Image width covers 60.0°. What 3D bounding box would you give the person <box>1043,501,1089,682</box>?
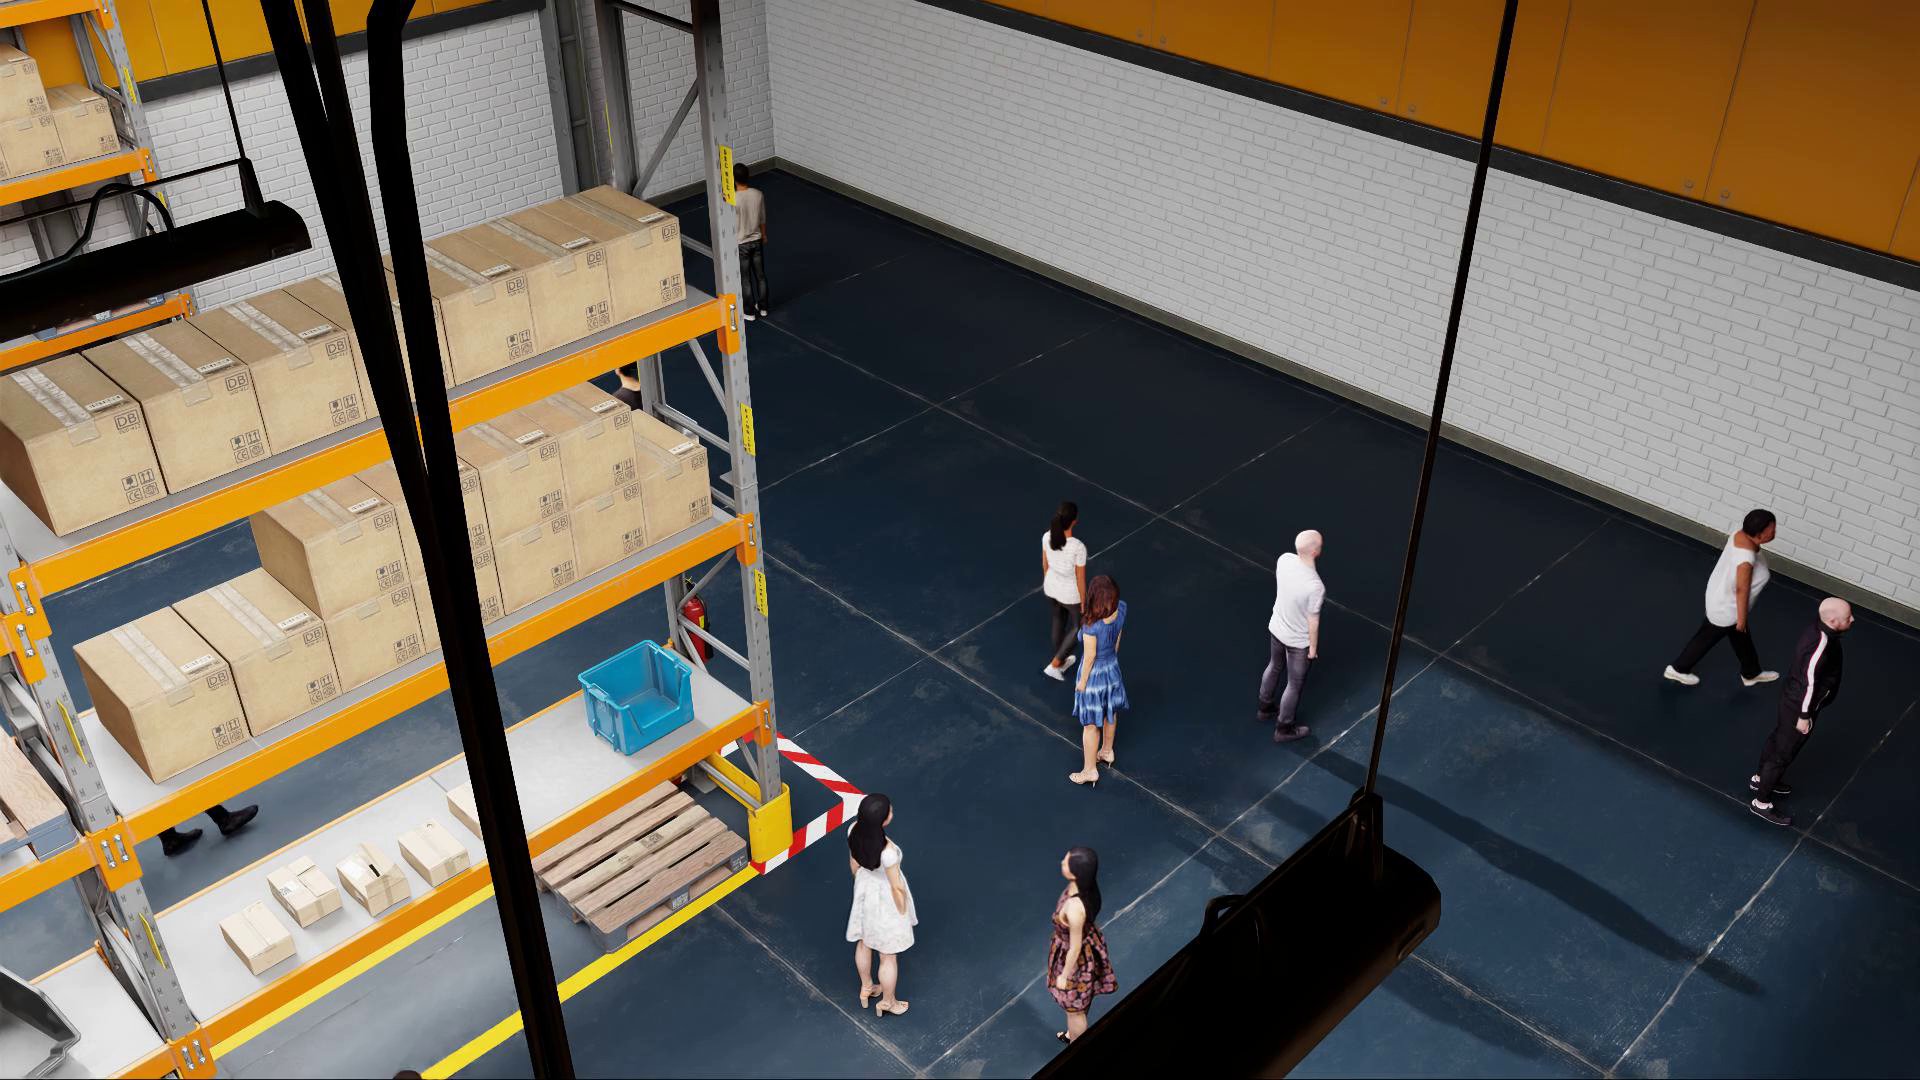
[{"bbox_3d":[0.789,0.449,13.055,0.620,1.633,0.759,24,41,32],"label":"person"}]

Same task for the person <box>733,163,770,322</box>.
[{"bbox_3d":[-2.363,-3.329,18.583,0.535,1.807,0.748,-22,39,-29],"label":"person"}]

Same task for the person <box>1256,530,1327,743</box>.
[{"bbox_3d":[2.495,0.696,12.507,0.697,1.830,0.722,-15,36,-21],"label":"person"}]

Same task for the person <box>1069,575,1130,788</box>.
[{"bbox_3d":[0.998,1.010,12.057,0.758,1.806,0.552,22,39,29],"label":"person"}]

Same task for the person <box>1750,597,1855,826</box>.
[{"bbox_3d":[5.953,1.162,11.799,0.803,1.837,0.647,14,36,20],"label":"person"}]

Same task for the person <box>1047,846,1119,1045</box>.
[{"bbox_3d":[0.682,2.477,9.878,0.855,1.774,0.774,8,34,12],"label":"person"}]

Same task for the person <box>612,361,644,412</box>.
[{"bbox_3d":[-2.938,-0.928,15.055,0.694,1.714,0.492,26,41,33],"label":"person"}]

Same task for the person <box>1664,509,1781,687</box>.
[{"bbox_3d":[5.957,0.481,12.995,1.015,1.648,1.121,12,35,17],"label":"person"}]

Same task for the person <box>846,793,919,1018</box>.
[{"bbox_3d":[-0.496,2.244,10.228,0.630,1.774,0.608,29,43,36],"label":"person"}]
